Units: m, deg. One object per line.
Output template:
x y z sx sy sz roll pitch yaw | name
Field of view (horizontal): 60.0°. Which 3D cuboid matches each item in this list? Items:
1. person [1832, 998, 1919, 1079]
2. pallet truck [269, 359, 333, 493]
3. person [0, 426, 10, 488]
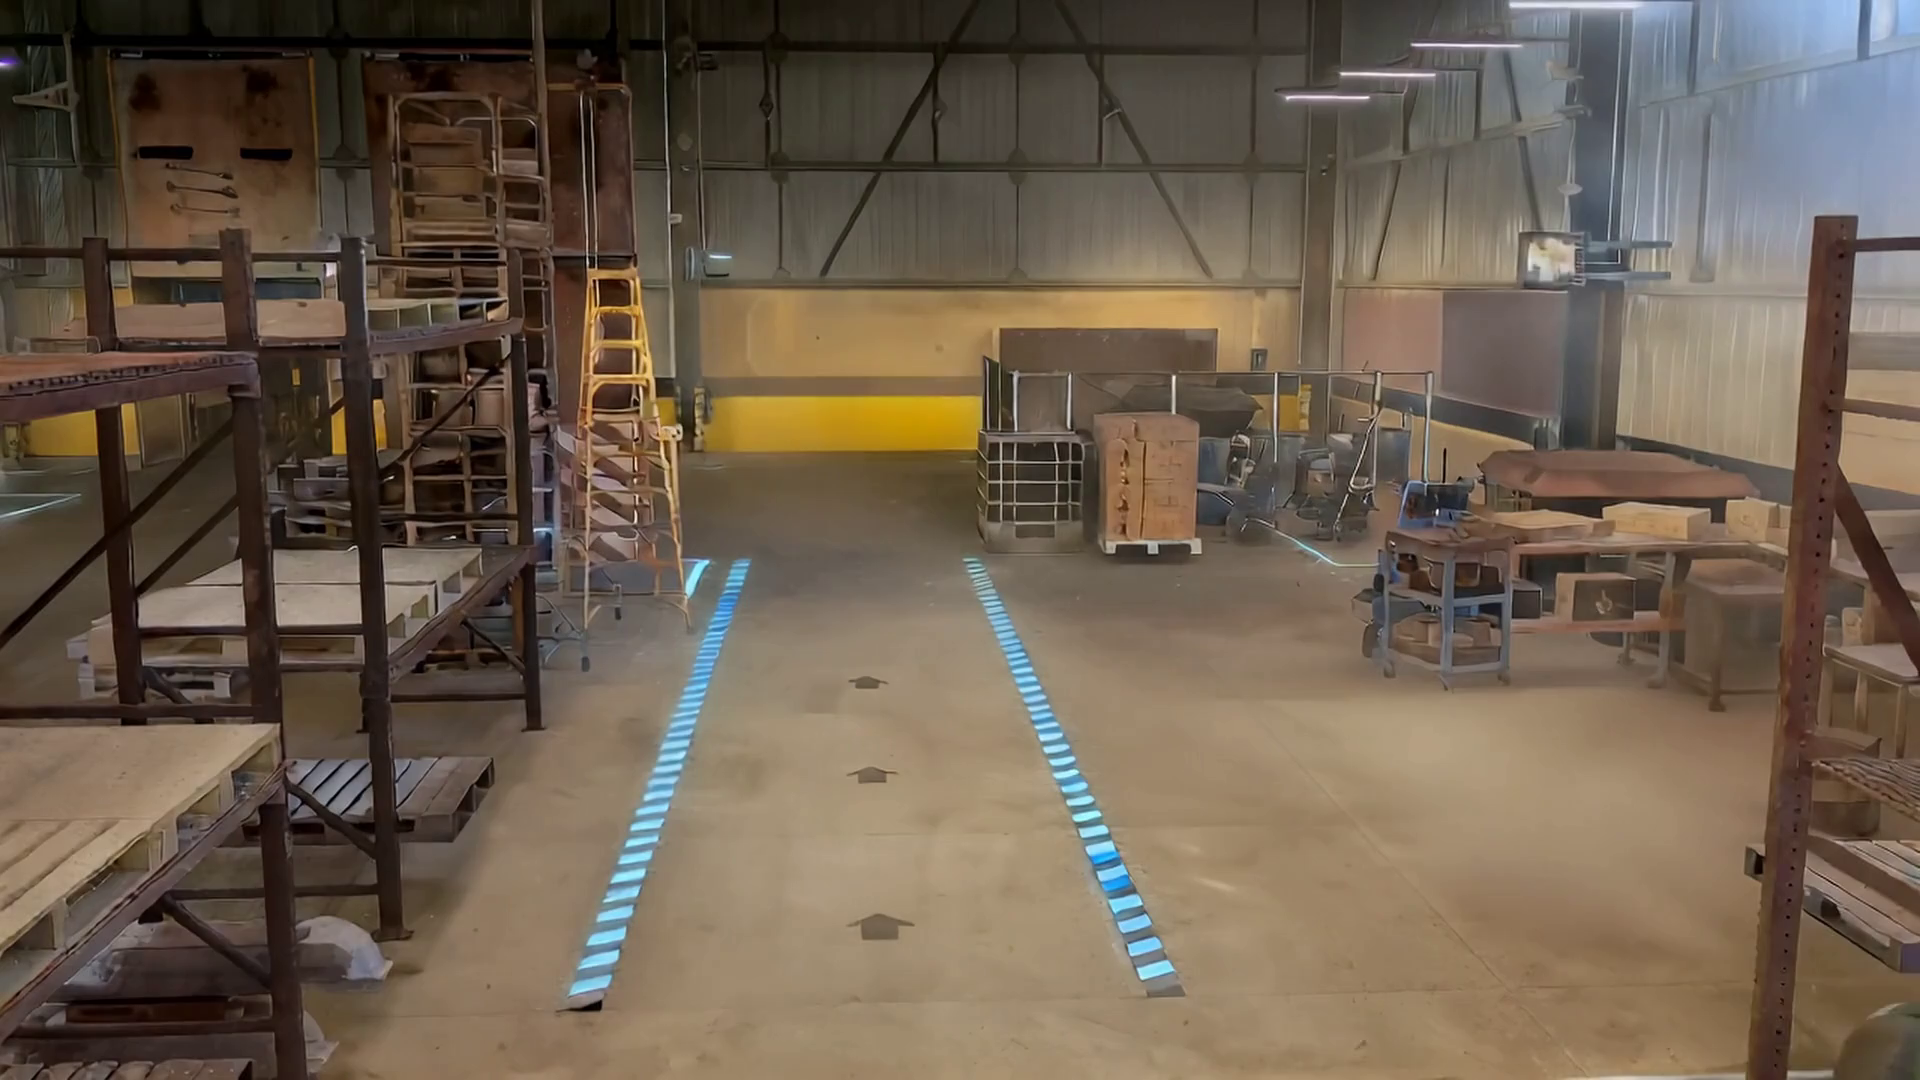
1.241 1.557 2.301 0.397 1.935 0.663 -5 10 -27 | person
-7.062 -1.131 18.996 1.885 1.965 0.823 2 9 13 | pallet truck
-13.166 -1.659 22.532 0.389 1.930 0.544 -8 12 -41 | person
